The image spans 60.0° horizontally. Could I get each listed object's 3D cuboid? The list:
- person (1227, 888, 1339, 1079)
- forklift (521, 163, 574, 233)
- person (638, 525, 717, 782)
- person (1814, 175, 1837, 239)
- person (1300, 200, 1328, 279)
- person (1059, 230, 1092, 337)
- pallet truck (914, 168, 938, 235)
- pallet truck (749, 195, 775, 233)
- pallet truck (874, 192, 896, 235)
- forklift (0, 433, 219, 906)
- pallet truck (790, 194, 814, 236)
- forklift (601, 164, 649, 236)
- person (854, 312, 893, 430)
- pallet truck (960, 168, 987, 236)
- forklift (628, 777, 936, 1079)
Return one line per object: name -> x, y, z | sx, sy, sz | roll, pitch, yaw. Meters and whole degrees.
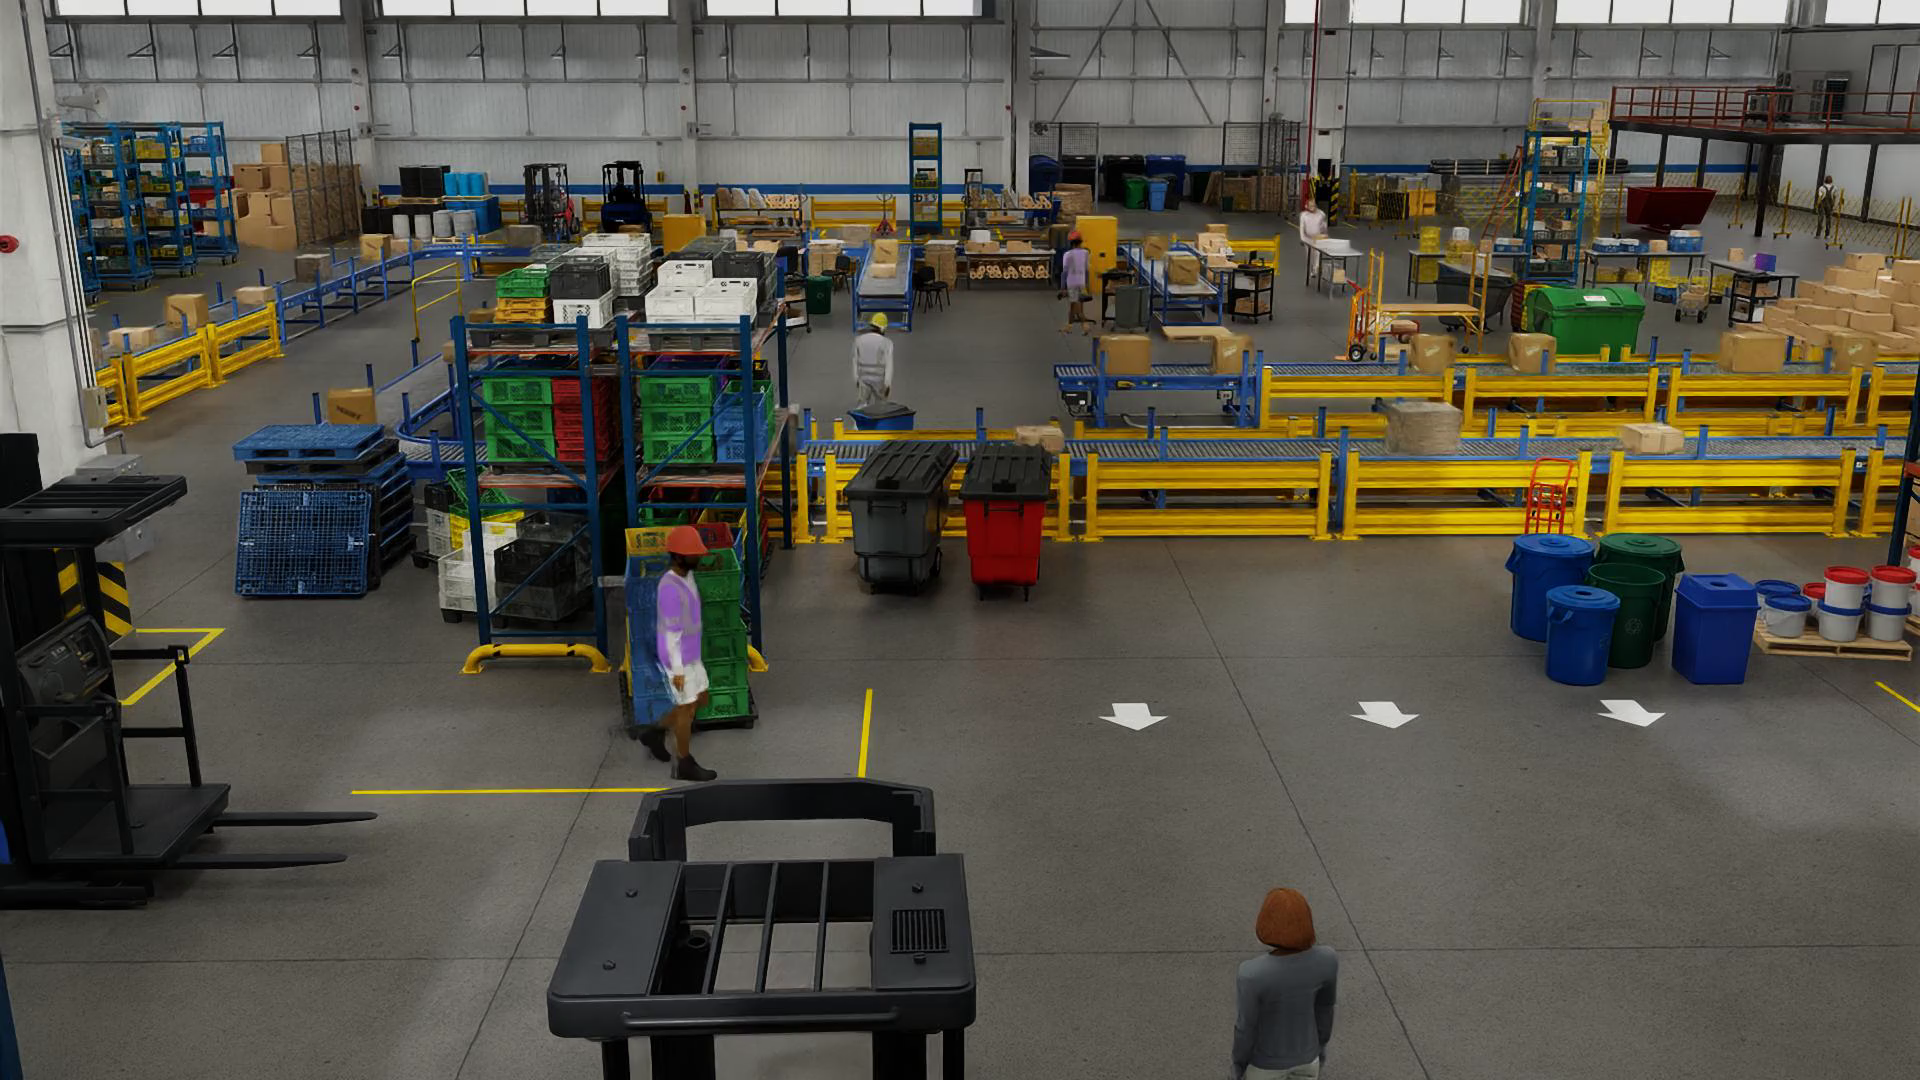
person -> 1.415, 2.286, 7.346 | 0.500, 1.636, 0.284 | -6, 17, -20
forklift -> -12.233, -10.122, 49.298 | 1.157, 1.987, 2.680 | 0, 16, -1
person -> -2.041, 0.816, 11.964 | 0.537, 1.922, 0.554 | 2, 16, 6
person -> 25.469, -9.790, 48.948 | 0.505, 1.847, 0.347 | 3, 16, 10
person -> 8.539, -7.260, 40.151 | 0.665, 1.852, 0.991 | 5, 17, 16
person -> 2.230, -4.873, 31.581 | 0.618, 2.011, 0.985 | -11, 20, -34
pallet truck -> -0.989, -10.316, 50.507 | 0.823, 1.965, 1.885 | 1, 16, 3
pallet truck -> -6.051, -9.967, 50.660 | 0.680, 1.201, 1.601 | 0, 16, -1
pallet truck -> -2.277, -9.986, 50.594 | 0.653, 1.274, 1.630 | 0, 16, -1
forklift -> -5.952, 0.780, 10.366 | 1.873, 2.768, 1.129 | 0, 16, -1
pallet truck -> -4.814, -9.883, 50.259 | 0.704, 1.261, 1.522 | -1, 16, -3
forklift -> -9.948, -10.127, 49.296 | 1.157, 1.987, 2.680 | -1, 16, -3
person -> -1.204, -2.171, 22.566 | 0.611, 1.800, 0.681 | 6, 17, 21
pallet truck -> 0.383, -10.230, 50.206 | 0.823, 1.965, 1.885 | -1, 16, -3
forklift -> -0.542, 2.165, 5.552 | 1.129, 2.768, 1.873 | -1, 16, -2
